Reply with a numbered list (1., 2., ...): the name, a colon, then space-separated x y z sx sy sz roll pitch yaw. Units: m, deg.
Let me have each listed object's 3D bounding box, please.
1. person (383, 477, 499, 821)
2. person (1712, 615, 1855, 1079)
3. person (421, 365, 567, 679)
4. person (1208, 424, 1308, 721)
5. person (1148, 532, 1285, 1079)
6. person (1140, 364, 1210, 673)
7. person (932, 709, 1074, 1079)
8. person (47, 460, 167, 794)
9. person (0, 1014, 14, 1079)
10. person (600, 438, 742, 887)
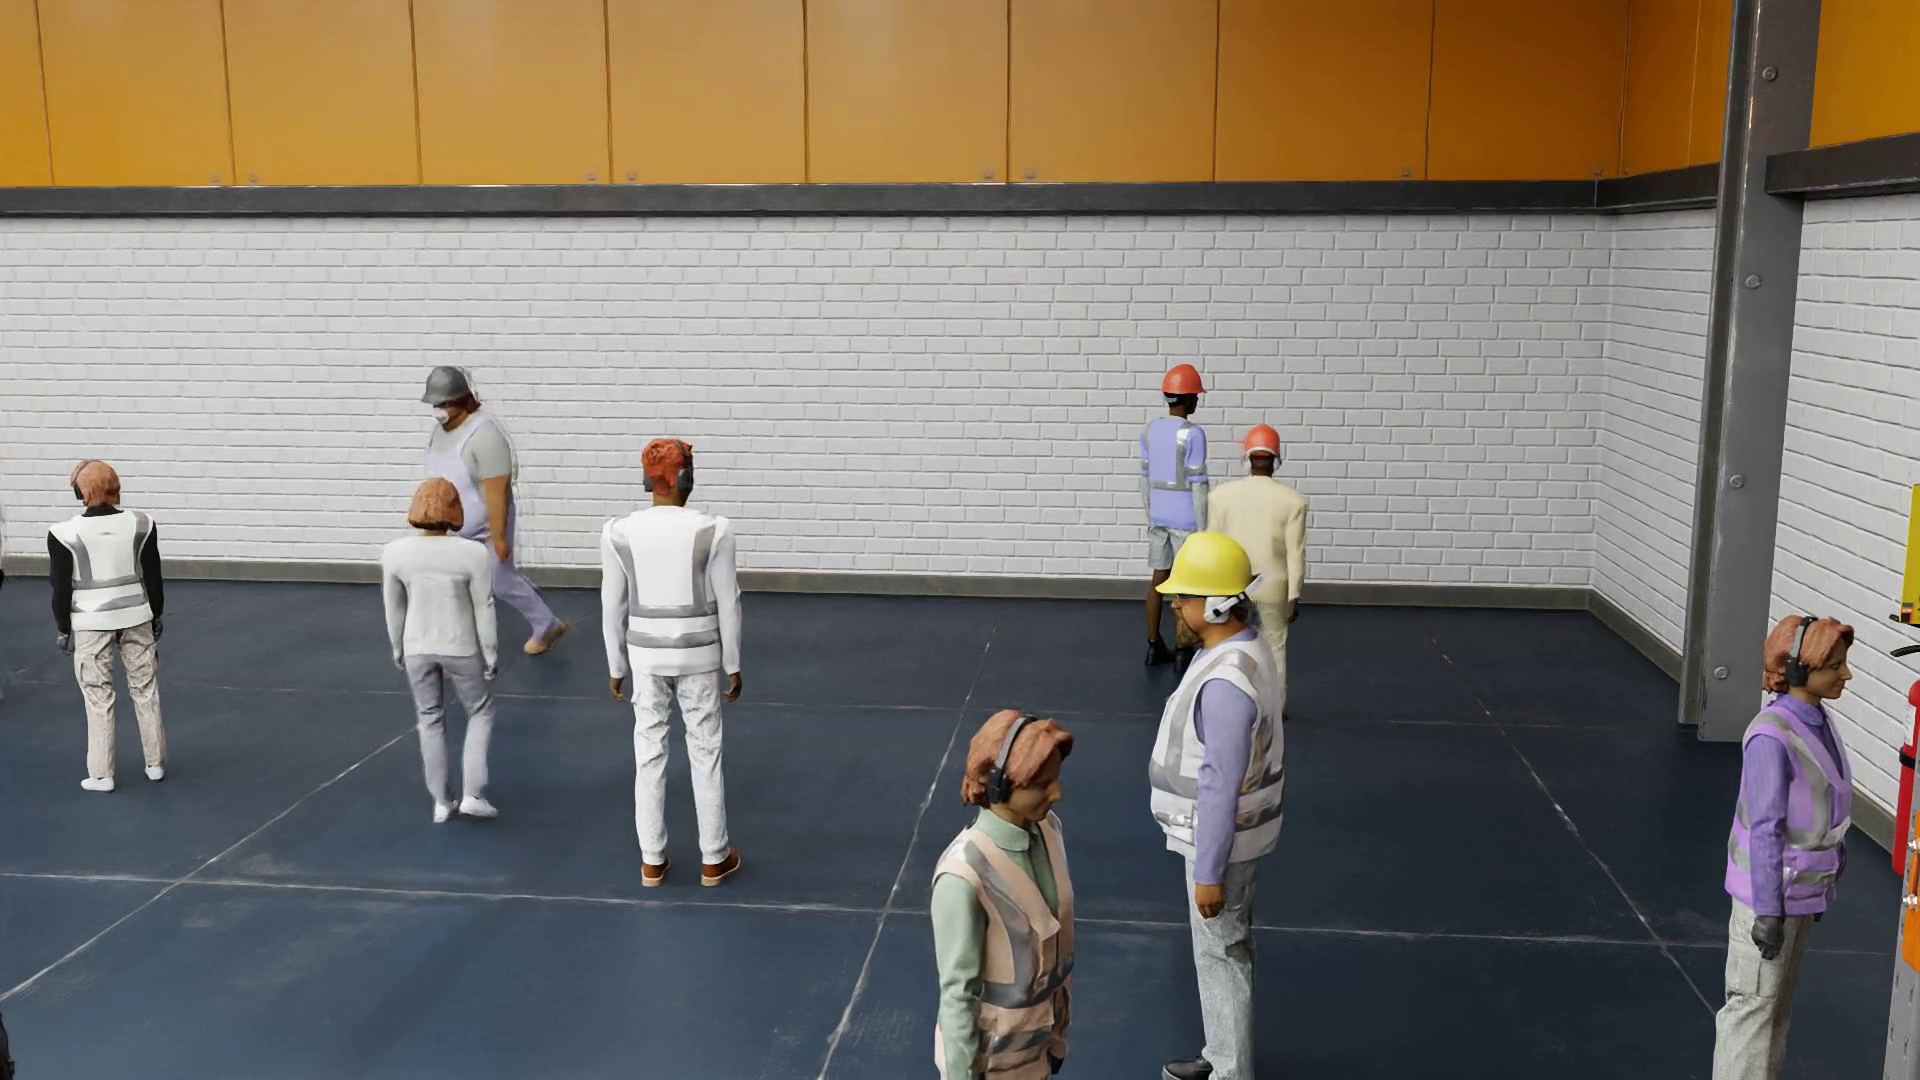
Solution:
1. person: -2.371 0.513 7.656 0.521 1.627 0.360 0 10 -1
2. person: 2.344 1.016 4.742 0.309 1.641 0.513 8 13 39
3. person: -2.951 -0.175 10.412 0.693 2.000 0.996 7 12 33
4. person: 1.596 0.227 9.045 0.568 1.722 0.836 4 11 22
5. person: 0.770 0.876 5.034 0.404 1.824 0.585 3 10 14
6. person: 1.375 -0.134 10.474 0.360 1.939 0.543 -7 12 -37
7. person: 0.099 1.182 3.791 0.310 1.639 0.523 5 11 26
8. person: -4.152 0.422 8.141 0.307 1.641 0.513 10 14 44
9. person: -1.225 1.386 2.045 0.429 1.845 0.620 9 14 43
10. person: -1.184 0.514 6.916 0.573 1.885 0.357 1 10 3
